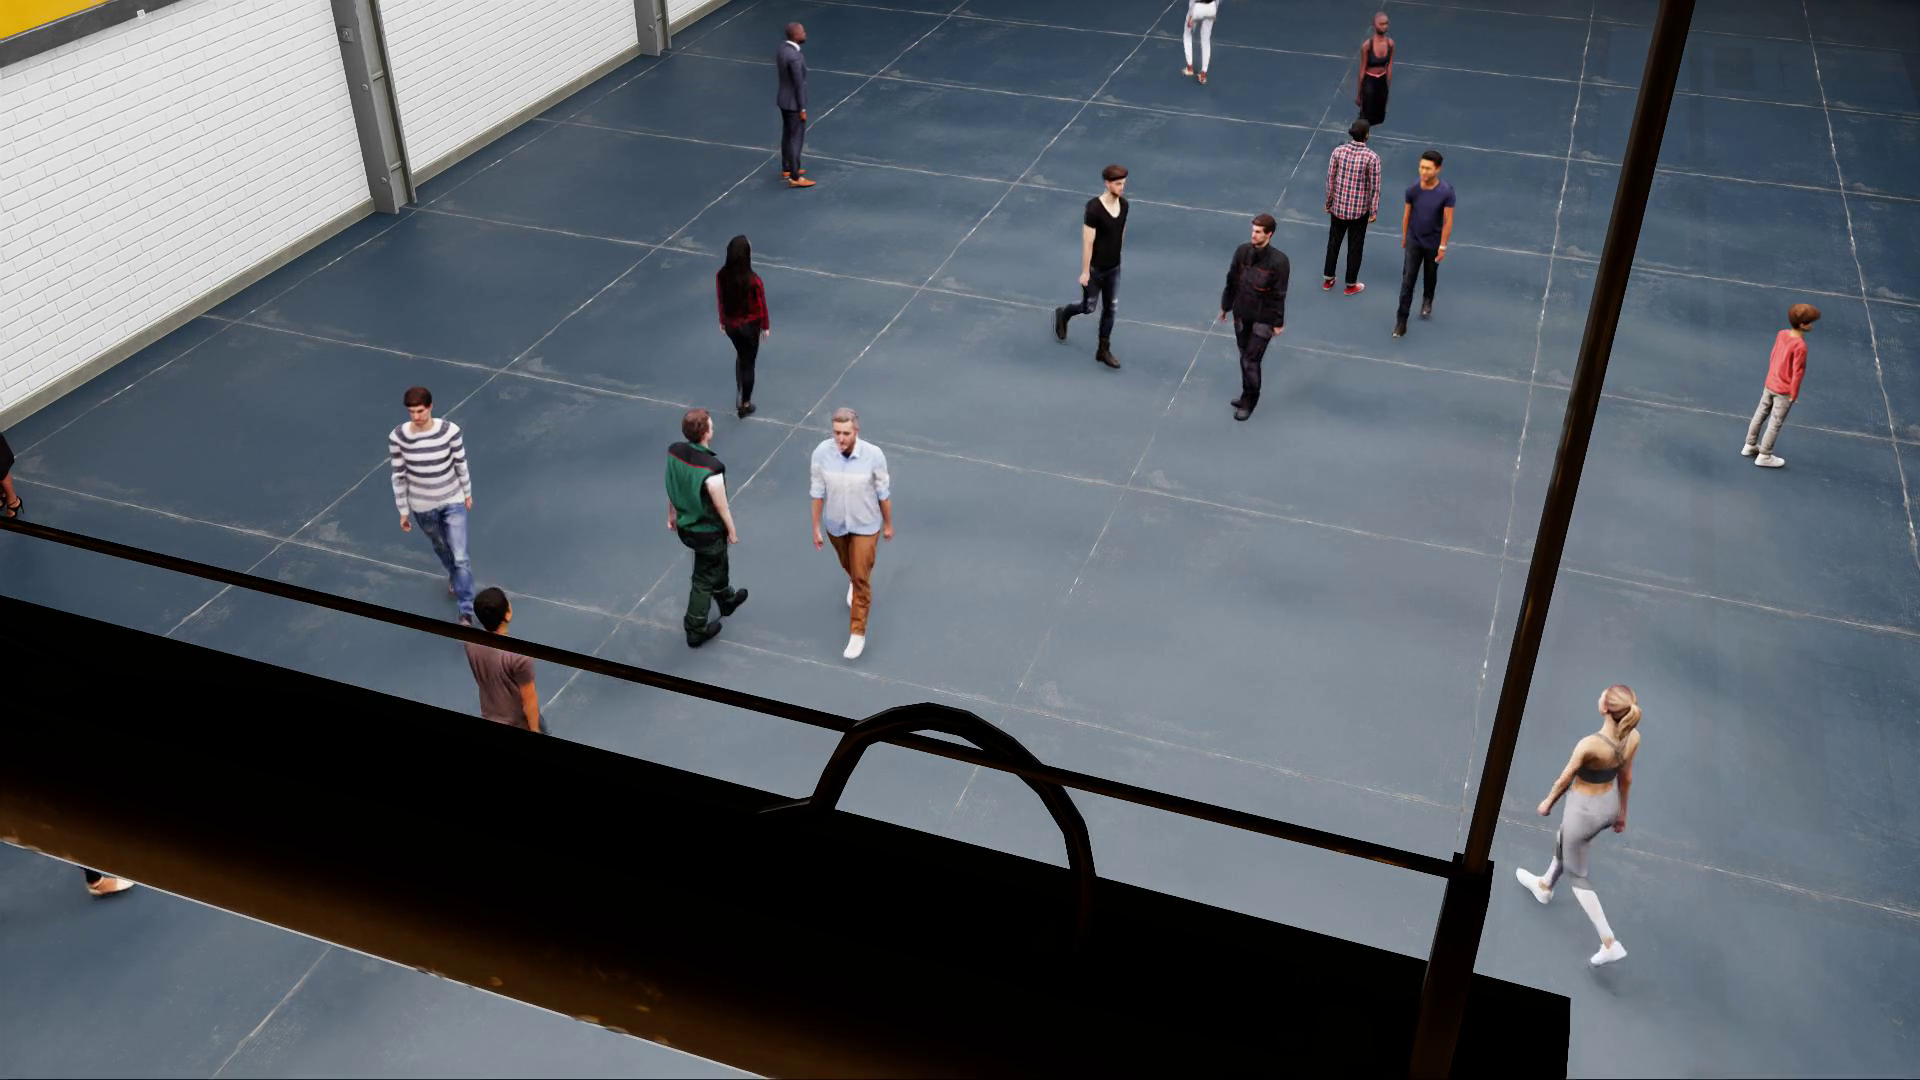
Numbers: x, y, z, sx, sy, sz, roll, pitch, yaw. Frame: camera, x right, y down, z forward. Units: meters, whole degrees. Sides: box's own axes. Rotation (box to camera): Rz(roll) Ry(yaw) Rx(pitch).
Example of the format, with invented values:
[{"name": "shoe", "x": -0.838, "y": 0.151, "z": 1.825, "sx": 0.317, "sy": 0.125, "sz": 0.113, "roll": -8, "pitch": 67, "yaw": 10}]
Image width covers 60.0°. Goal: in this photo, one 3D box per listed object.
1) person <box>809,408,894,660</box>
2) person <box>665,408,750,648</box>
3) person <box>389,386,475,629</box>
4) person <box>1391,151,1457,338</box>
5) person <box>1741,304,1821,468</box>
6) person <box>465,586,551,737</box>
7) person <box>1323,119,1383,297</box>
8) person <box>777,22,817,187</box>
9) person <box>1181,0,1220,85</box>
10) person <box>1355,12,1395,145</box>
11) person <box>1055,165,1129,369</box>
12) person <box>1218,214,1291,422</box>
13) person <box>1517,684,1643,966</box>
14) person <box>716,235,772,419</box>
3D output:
[{"name": "person", "x": -0.746, "y": -0.165, "z": 11.627, "sx": 0.837, "sy": 1.779, "sz": 1.221, "roll": 6, "pitch": 34, "yaw": 8}, {"name": "person", "x": -1.825, "y": -0.052, "z": 11.422, "sx": 0.835, "sy": 1.817, "sz": 1.003, "roll": 25, "pitch": 41, "yaw": 33}, {"name": "person", "x": -3.708, "y": -0.316, "z": 11.831, "sx": 1.007, "sy": 1.804, "sz": 1.241, "roll": -4, "pitch": 34, "yaw": -6}, {"name": "person", "x": 4.414, "y": -2.823, "z": 15.658, "sx": 0.752, "sy": 1.743, "sz": 1.204, "roll": 16, "pitch": 37, "yaw": 22}, {"name": "person", "x": 6.725, "y": -1.278, "z": 13.628, "sx": 0.648, "sy": 1.417, "sz": 0.547, "roll": -5, "pitch": 34, "yaw": -8}, {"name": "person", "x": -2.704, "y": 1.084, "z": 9.773, "sx": 0.696, "sy": 1.751, "sz": 0.999, "roll": 15, "pitch": 36, "yaw": 21}, {"name": "person", "x": 3.833, "y": -3.275, "z": 16.322, "sx": 0.747, "sy": 1.761, "sz": 0.658, "roll": 20, "pitch": 38, "yaw": 27}, {"name": "person", "x": -1.881, "y": -4.915, "z": 18.741, "sx": 0.850, "sy": 1.814, "sz": 0.772, "roll": -12, "pitch": 35, "yaw": -17}, {"name": "person", "x": 3.192, "y": -6.812, "z": 21.690, "sx": 0.804, "sy": 1.709, "sz": 0.870, "roll": -9, "pitch": 35, "yaw": -14}, {"name": "person", "x": 4.757, "y": -5.271, "z": 19.336, "sx": 0.862, "sy": 1.748, "sz": 0.981, "roll": -8, "pitch": 34, "yaw": -12}, {"name": "person", "x": 1.215, "y": -2.518, "z": 15.085, "sx": 1.156, "sy": 1.869, "sz": 1.129, "roll": -20, "pitch": 38, "yaw": -27}, {"name": "person", "x": 2.591, "y": -1.946, "z": 14.264, "sx": 0.911, "sy": 1.824, "sz": 0.882, "roll": -26, "pitch": 42, "yaw": -33}, {"name": "person", "x": 3.498, "y": 1.571, "z": 9.111, "sx": 1.060, "sy": 1.672, "sz": 1.107, "roll": -16, "pitch": 37, "yaw": -22}, {"name": "person", "x": -1.887, "y": -1.766, "z": 14.154, "sx": 0.609, "sy": 1.647, "sz": 0.553, "roll": 14, "pitch": 36, "yaw": 20}]
